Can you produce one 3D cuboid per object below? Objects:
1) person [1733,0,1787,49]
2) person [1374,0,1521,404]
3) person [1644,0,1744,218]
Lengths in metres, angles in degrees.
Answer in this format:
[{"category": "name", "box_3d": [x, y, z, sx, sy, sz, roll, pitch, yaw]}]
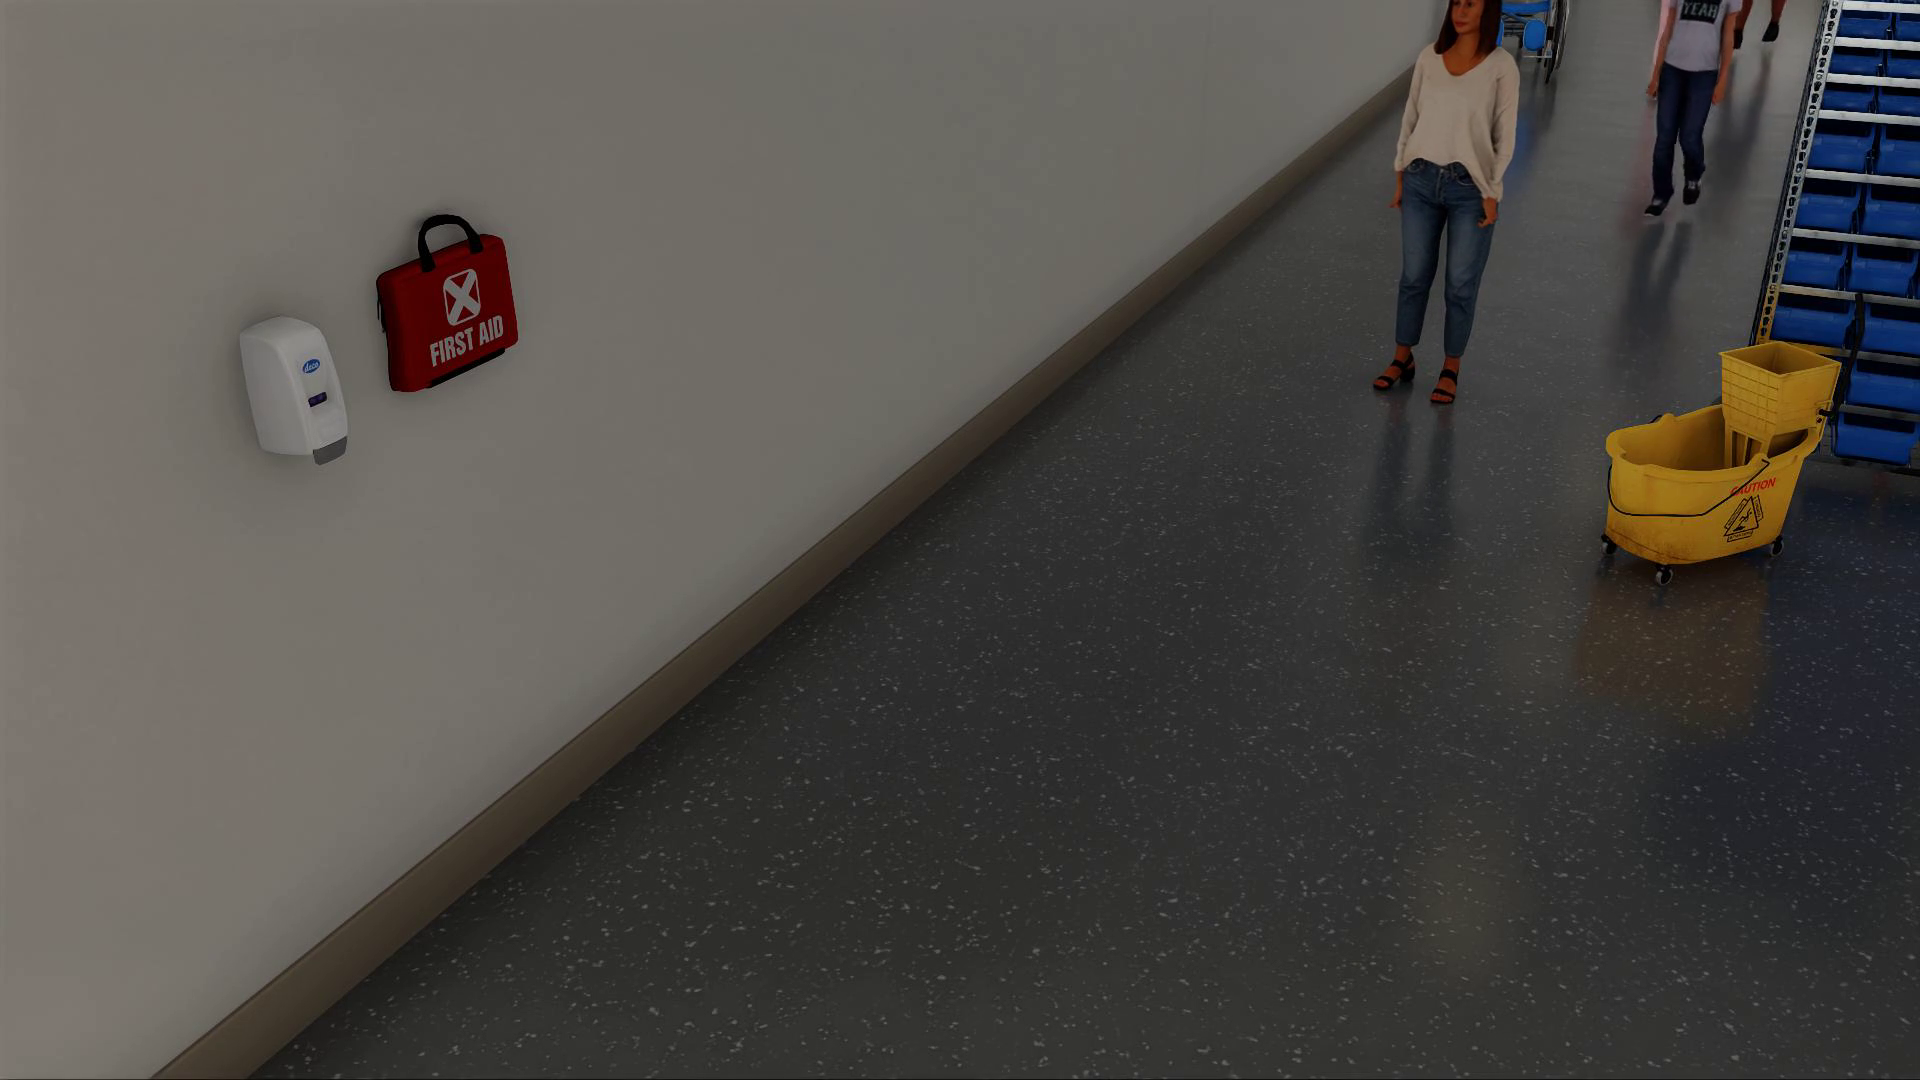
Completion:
[{"category": "person", "box_3d": [7.000, -5.104, 14.230, 1.164, 1.750, 0.821, 19, 31, 33]}, {"category": "person", "box_3d": [1.956, -1.395, 6.616, 0.576, 1.683, 0.731, 21, 33, 36]}, {"category": "person", "box_3d": [4.077, -2.600, 9.268, 0.683, 1.549, 0.682, 19, 32, 34]}]
